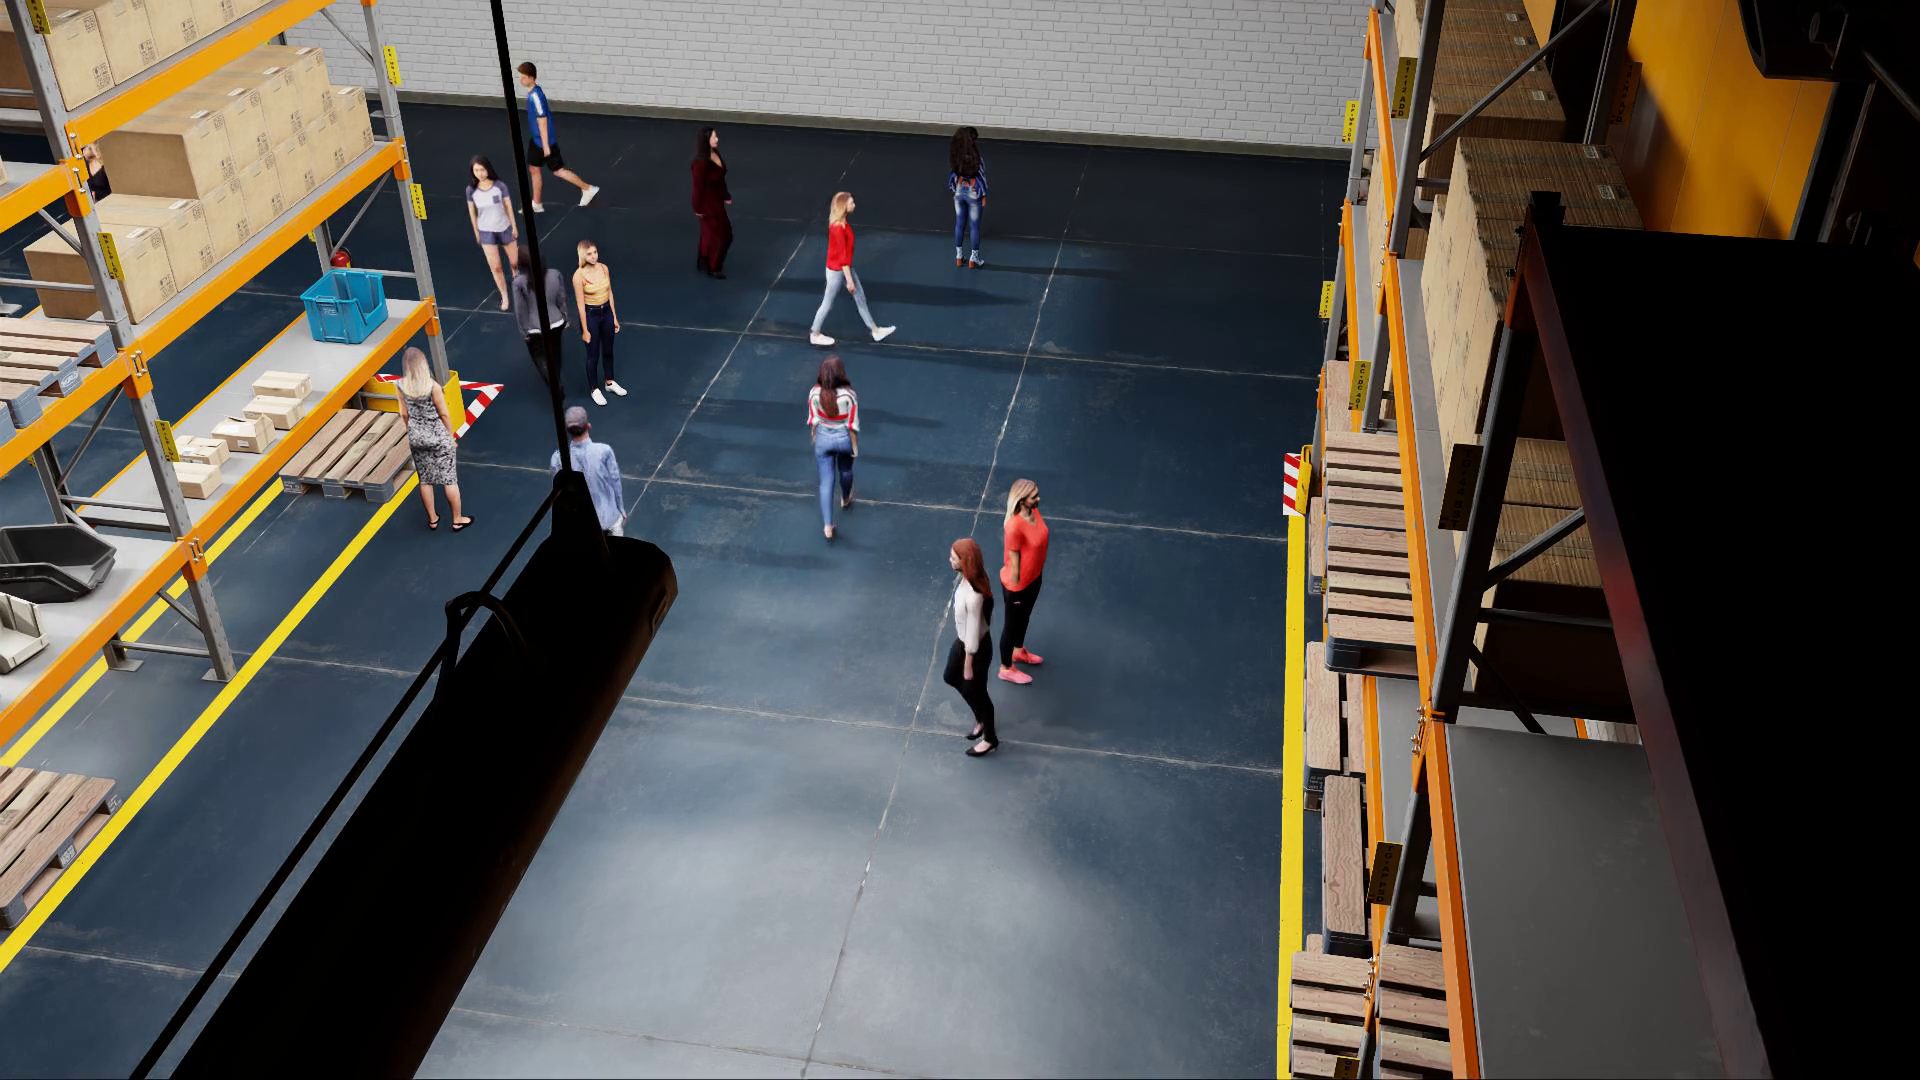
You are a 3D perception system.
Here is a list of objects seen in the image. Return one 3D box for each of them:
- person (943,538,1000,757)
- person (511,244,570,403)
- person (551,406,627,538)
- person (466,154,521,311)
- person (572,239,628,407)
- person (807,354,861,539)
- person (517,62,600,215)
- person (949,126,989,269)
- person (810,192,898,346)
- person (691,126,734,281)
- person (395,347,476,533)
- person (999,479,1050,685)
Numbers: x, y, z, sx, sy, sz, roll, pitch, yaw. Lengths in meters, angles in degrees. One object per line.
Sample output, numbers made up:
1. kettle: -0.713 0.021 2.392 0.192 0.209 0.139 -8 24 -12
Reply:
1. person: 0.173 0.747 11.481 0.800 1.741 0.629 -3 34 -4
2. person: -3.945 -2.034 15.815 0.973 1.577 1.031 -21 39 -28
3. person: -2.787 -0.139 12.708 0.785 1.860 1.121 -1 34 -2
4. person: -4.912 -3.311 17.633 0.787 1.691 0.923 -8 34 -12
5. person: -3.467 -2.100 15.867 0.712 1.629 0.611 26 41 33
6. person: -1.068 -0.767 13.908 0.670 1.576 1.069 3 34 4
7. person: -4.821 -4.745 19.662 1.238 1.833 1.247 -16 37 -22
8. person: 0.095 -3.812 18.453 0.686 1.618 0.662 17 37 24
9. person: -1.280 -2.670 16.701 0.837 1.656 1.104 0 34 0
10. person: -2.817 -3.656 18.108 0.753 1.739 0.651 2 34 3
11. person: -4.428 -0.829 13.884 0.555 1.706 0.480 5 34 8
12. person: 0.439 0.287 12.216 0.700 1.694 0.563 15 37 22
